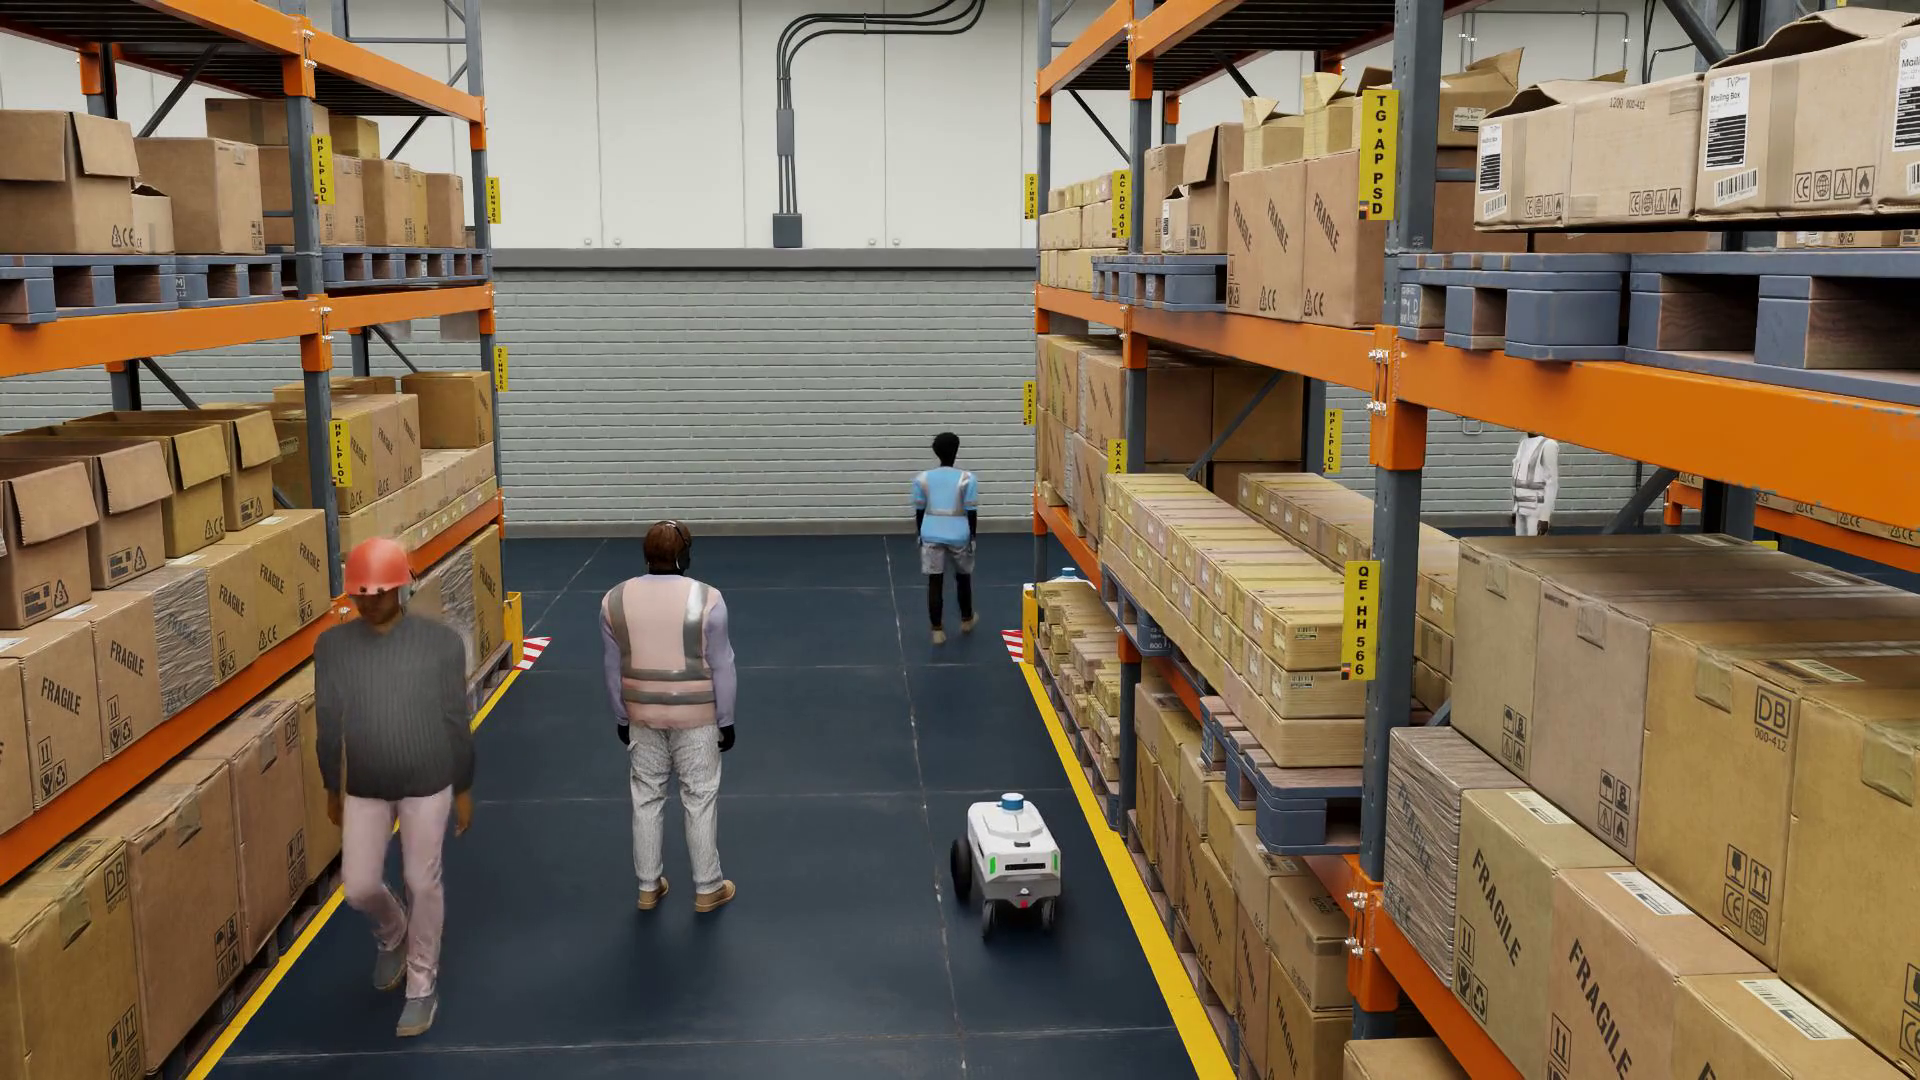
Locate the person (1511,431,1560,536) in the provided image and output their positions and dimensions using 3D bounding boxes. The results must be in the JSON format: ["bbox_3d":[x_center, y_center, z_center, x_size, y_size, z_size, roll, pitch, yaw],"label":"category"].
[{"bbox_3d":[4.744,-0.237,13.798,0.337,1.883,0.584,-1,10,-5],"label":"person"}]

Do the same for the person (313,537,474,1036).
[{"bbox_3d":[-2.216,0.949,6.558,0.623,1.976,0.507,0,10,-2],"label":"person"}]

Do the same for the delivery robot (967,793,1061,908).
[{"bbox_3d":[0.243,1.416,7.697,0.477,0.478,0.707,-1,10,-8],"label":"delivery robot"}]

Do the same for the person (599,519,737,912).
[{"bbox_3d":[-1.327,0.817,7.720,0.627,1.844,0.429,2,10,10],"label":"person"}]

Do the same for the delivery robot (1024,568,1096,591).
[{"bbox_3d":[0.865,0.465,13.297,0.707,0.478,0.477,-1,10,-4],"label":"delivery robot"}]

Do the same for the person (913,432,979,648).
[{"bbox_3d":[-0.087,-0.026,13.171,0.545,1.663,0.758,2,10,11],"label":"person"}]
